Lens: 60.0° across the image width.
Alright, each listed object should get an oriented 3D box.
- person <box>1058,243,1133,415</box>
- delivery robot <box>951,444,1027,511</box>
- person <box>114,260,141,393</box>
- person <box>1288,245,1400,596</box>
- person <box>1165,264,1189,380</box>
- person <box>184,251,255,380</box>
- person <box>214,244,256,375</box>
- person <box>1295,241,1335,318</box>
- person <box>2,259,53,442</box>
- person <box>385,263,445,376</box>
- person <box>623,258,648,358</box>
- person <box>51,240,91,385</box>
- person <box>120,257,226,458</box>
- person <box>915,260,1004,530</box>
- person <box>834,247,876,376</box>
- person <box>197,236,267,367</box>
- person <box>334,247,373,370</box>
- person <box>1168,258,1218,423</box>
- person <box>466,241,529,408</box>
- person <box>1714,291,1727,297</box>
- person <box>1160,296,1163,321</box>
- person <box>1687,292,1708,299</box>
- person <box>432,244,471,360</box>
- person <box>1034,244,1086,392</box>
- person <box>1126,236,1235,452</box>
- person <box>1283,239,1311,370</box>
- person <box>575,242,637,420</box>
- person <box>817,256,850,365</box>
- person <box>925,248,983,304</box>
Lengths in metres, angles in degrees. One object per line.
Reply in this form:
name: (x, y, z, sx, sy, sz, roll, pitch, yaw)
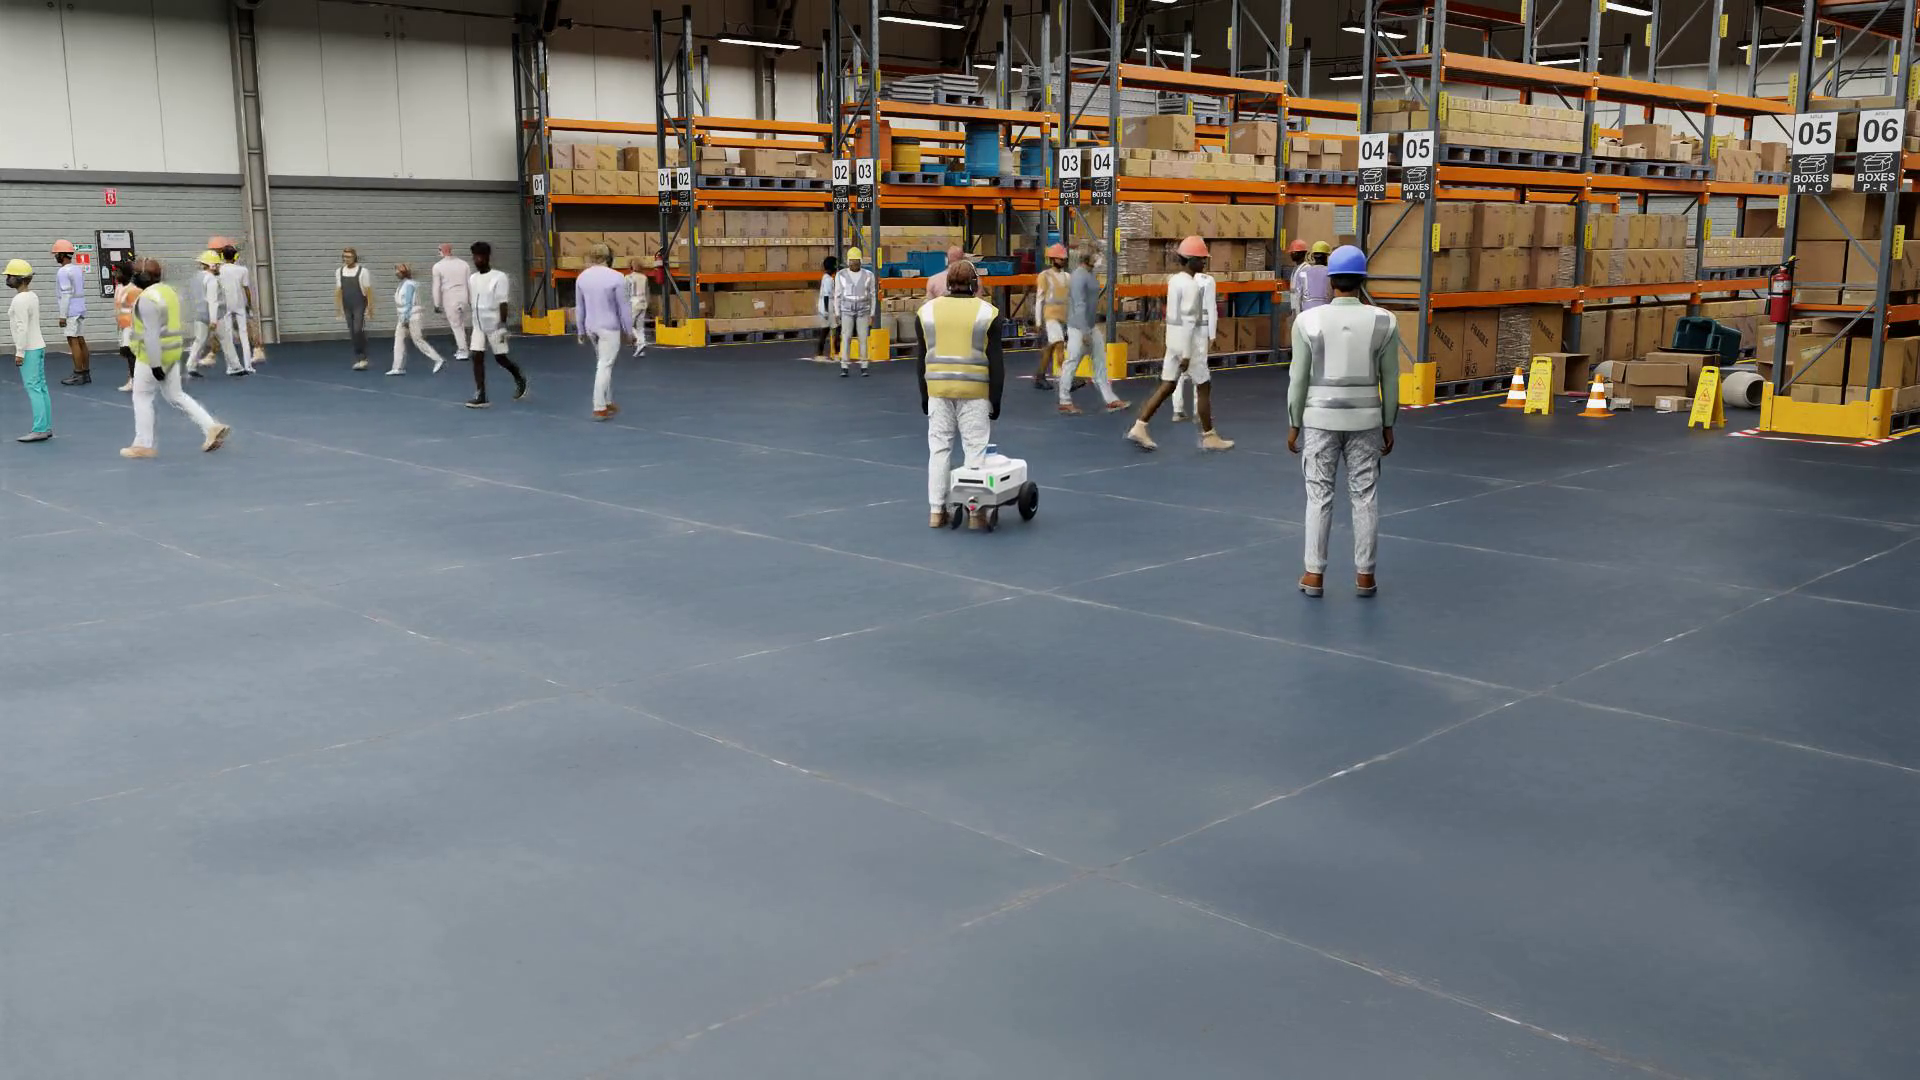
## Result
person: (1.515, -2.342, 18.551, 0.945, 1.902, 0.653, 5, 11, 24)
delivery robot: (0.207, -0.430, 11.689, 0.477, 0.478, 0.707, 4, 11, 22)
person: (-10.642, -2.765, 21.466, 0.536, 1.681, 0.533, 10, 14, 42)
person: (2.134, -0.662, 9.295, 0.610, 1.943, 0.403, 1, 10, 6)
person: (3.083, -3.051, 23.222, 0.378, 1.622, 0.495, -6, 12, -29)
person: (-10.421, -3.120, 23.142, 0.602, 1.786, 0.935, 10, 14, 42)
person: (-10.538, -3.340, 24.119, 0.518, 1.866, 0.323, -3, 11, -15)
person: (4.671, -2.931, 21.732, 0.590, 1.922, 0.384, 3, 11, 17)
person: (-9.136, -1.855, 16.286, 0.306, 1.772, 0.527, -3, 11, -15)
person: (-7.914, -3.195, 24.031, 0.786, 1.610, 0.522, -8, 13, -39)
person: (-5.326, -3.809, 27.320, 0.366, 1.622, 0.542, 6, 12, 32)
person: (-12.038, -3.079, 22.500, 0.356, 1.938, 0.543, -1, 10, -5)
person: (-7.236, -1.668, 15.155, 0.827, 1.814, 0.625, 0, 10, -2)
person: (0.007, -1.003, 11.484, 0.619, 1.836, 0.431, 3, 11, 14)
person: (-1.499, -3.258, 23.761, 0.600, 1.829, 0.404, -1, 10, -7)
person: (-11.328, -3.695, 25.752, 1.078, 1.991, 0.631, -6, 12, -30)
person: (-9.074, -3.451, 24.819, 0.515, 1.821, 0.589, 2, 11, 10)
person: (2.502, -2.215, 17.950, 0.587, 1.881, 0.339, 6, 12, 31)
person: (-5.503, -2.553, 19.637, 0.598, 1.936, 0.840, 5, 11, 25)
person: (17.108, -5.774, 37.412, 0.532, 1.859, 0.312, -2, 11, -10)
person: (4.428, -5.474, 35.550, 0.623, 1.955, 1.023, 8, 13, 35)
person: (15.739, -5.507, 35.720, 1.004, 1.956, 0.610, 2, 11, 13)
person: (-8.238, -3.848, 26.916, 0.730, 1.861, 0.694, 8, 13, 36)
person: (1.287, -2.861, 21.445, 0.565, 1.881, 0.975, -10, 14, -42)
person: (2.038, -1.813, 15.445, 1.017, 2.008, 0.621, -2, 11, -13)
person: (4.984, -3.450, 24.523, 0.373, 1.935, 0.552, -1, 10, -7)
person: (-3.851, -2.296, 18.290, 0.627, 1.912, 0.757, 6, 12, 29)
person: (-1.954, -3.569, 25.899, 0.641, 1.673, 0.541, -2, 11, -10)
person: (-0.079, -2.378, 18.913, 0.646, 1.853, 1.010, -2, 11, -8)
